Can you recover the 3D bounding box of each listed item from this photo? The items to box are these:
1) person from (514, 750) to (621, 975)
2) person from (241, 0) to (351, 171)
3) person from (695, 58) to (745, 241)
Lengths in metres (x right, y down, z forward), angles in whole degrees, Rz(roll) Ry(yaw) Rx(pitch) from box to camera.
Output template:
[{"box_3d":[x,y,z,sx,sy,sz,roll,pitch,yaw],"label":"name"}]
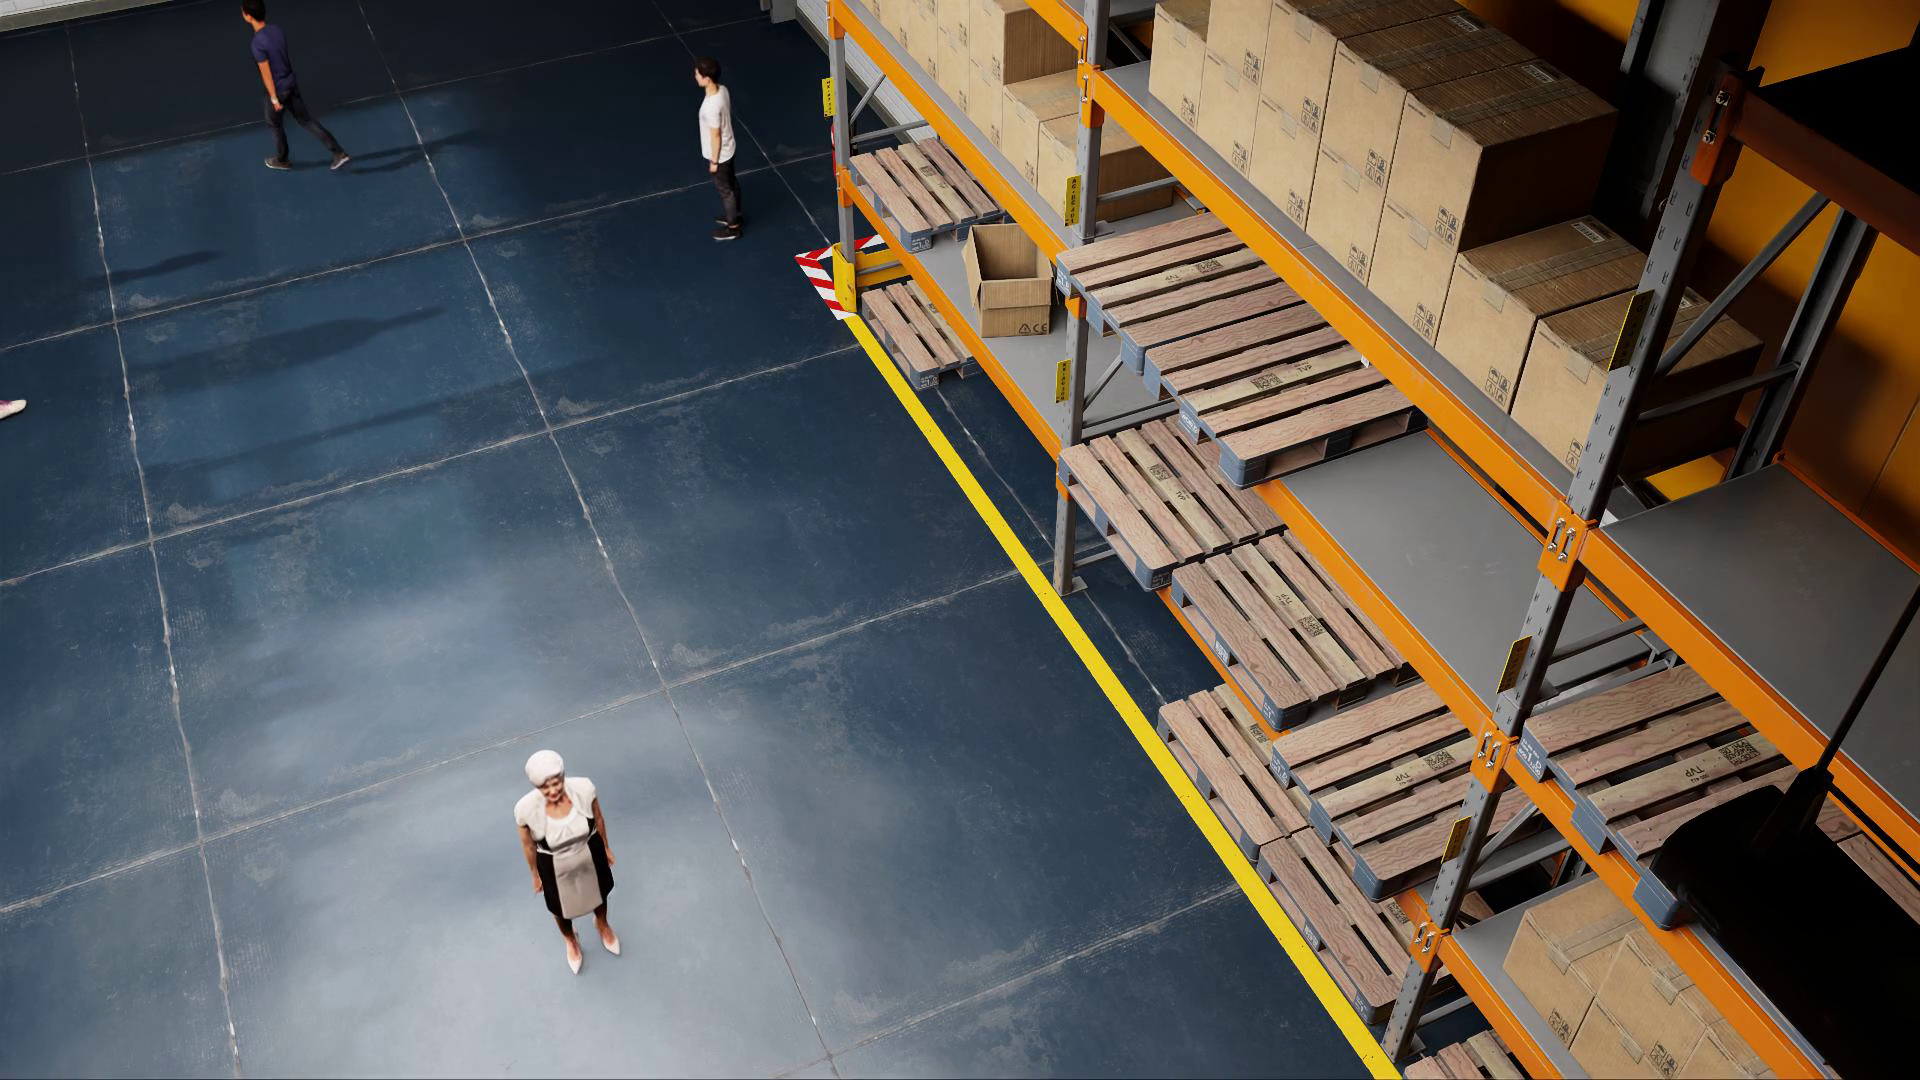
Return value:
[{"box_3d":[-2.150,1.757,9.178,0.619,1.755,0.511,-19,47,-19],"label":"person"},{"box_3d":[-6.202,-4.174,15.400,1.181,1.759,1.157,12,45,12],"label":"person"},{"box_3d":[-2.115,-3.462,14.681,0.763,1.720,0.640,3,44,4],"label":"person"}]
